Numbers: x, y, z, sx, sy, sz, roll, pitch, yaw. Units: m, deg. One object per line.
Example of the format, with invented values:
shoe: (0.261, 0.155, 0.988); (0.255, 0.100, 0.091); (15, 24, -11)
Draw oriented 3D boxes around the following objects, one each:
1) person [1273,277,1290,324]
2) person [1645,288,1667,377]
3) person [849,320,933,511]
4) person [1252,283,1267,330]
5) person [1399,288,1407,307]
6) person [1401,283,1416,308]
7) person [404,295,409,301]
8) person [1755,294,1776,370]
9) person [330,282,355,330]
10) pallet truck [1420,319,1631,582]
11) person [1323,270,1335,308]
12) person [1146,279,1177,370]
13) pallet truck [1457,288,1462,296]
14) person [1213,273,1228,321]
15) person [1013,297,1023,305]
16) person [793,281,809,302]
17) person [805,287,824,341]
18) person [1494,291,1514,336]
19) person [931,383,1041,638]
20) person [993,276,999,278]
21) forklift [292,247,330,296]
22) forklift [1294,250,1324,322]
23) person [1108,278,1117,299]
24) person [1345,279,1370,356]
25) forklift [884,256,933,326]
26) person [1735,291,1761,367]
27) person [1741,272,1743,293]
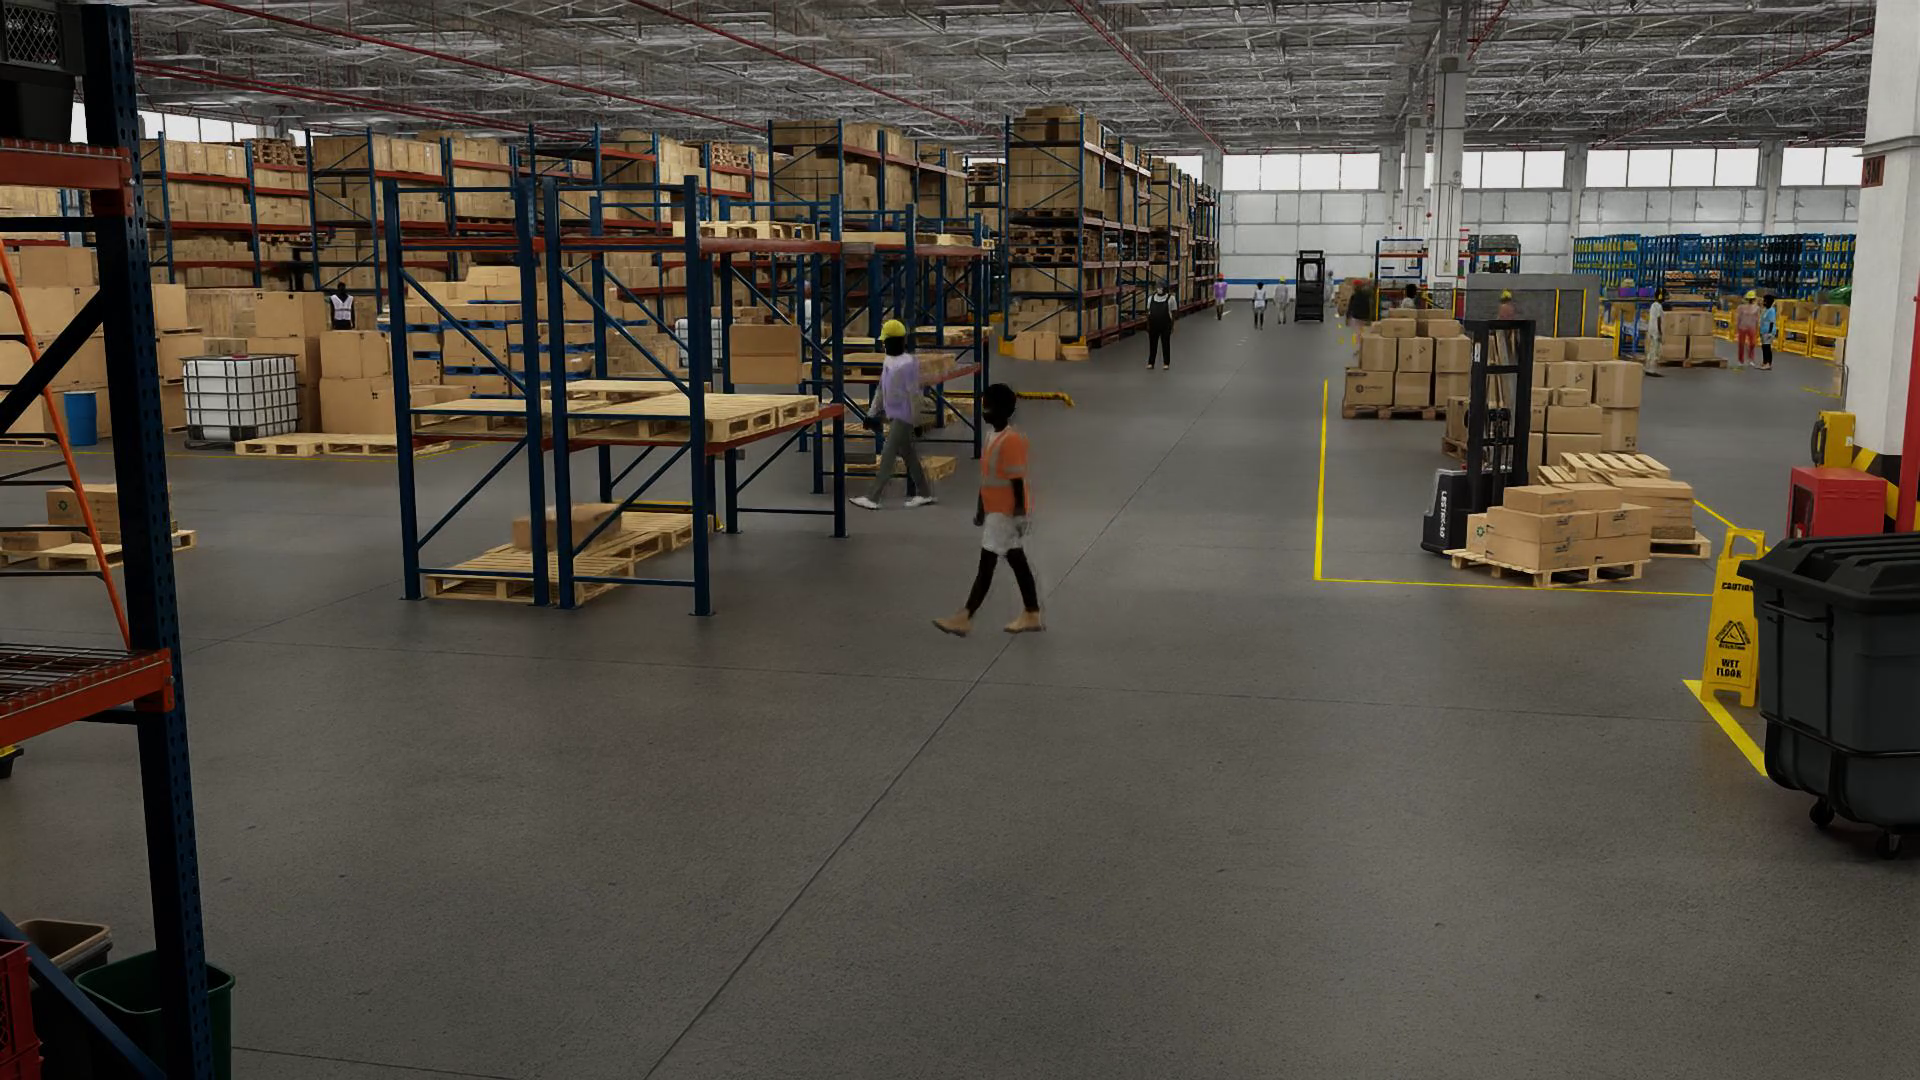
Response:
person: (12.264, -9.115, 63.425); (0.602, 1.784, 0.921); (2, 10, 10)
person: (14.670, -4.358, 35.015); (0.309, 1.864, 0.534); (1, 10, 7)
person: (-0.664, -1.235, 16.488); (0.963, 1.873, 0.601); (-4, 10, -24)
person: (10.603, -8.282, 58.877); (0.551, 1.639, 0.906); (1, 10, 4)
person: (15.100, -7.836, 56.414); (0.513, 1.589, 0.849); (8, 12, 38)
person: (10.307, -4.971, 38.469); (0.949, 1.931, 0.612); (1, 10, 3)
person: (-13.444, -5.145, 40.450); (0.841, 1.596, 0.522); (-1, 10, -7)
person: (18.065, -4.640, 37.215); (0.320, 1.693, 0.538); (1, 10, 8)
person: (-15.270, -5.415, 41.154); (0.594, 1.910, 0.384); (-7, 12, -37)
pallet truck: (4.543, -0.757, 13.299); (0.823, 1.965, 1.885); (-4, 10, -22)
person: (18.746, -12.755, 84.582); (0.838, 1.924, 0.614); (9, 13, 43)
person: (4.492, -4.841, 37.356); (0.684, 2.000, 0.538); (3, 10, 20)
pallet truck: (20.506, -9.785, 68.819); (0.653, 1.274, 1.630); (2, 10, 12)
person: (10.539, -9.836, 67.277); (0.564, 1.921, 0.692); (2, 10, 14)
person: (2.221, -9.177, 64.369); (0.854, 1.586, 0.511); (-5, 11, -29)
person: (-6.174, -9.464, 65.116); (0.503, 1.907, 0.683); (9, 13, 42)
person: (-3.335, -4.703, 37.199); (0.590, 1.867, 0.861); (0, 10, 2)
person: (12.938, -5.015, 39.279); (0.521, 1.736, 0.824); (-9, 13, -43)
person: (0.172, -0.184, 10.867); (0.837, 1.658, 0.552); (-2, 10, -12)
person: (2.001, -13.750, 90.541); (0.569, 1.887, 0.991); (1, 10, 4)
forklift: (-19.533, -7.423, 50.161); (1.129, 2.768, 1.873); (0, 10, -3)
forklift: (13.778, -10.002, 65.433); (1.129, 2.768, 1.873); (2, 10, 12)
person: (7.750, -12.805, 85.239); (0.651, 1.790, 0.979); (1, 10, 5)
person: (10.146, -5.702, 42.634); (0.660, 1.972, 0.586); (-6, 11, -32)
forklift: (-1.351, -5.705, 39.986); (1.129, 2.768, 1.873); (2, 10, 12)
person: (18.186, -4.866, 38.398); (0.546, 1.743, 0.705); (3, 10, 15)
person: (41.685, -13.363, 88.496); (0.678, 1.823, 0.570); (0, 10, -1)
